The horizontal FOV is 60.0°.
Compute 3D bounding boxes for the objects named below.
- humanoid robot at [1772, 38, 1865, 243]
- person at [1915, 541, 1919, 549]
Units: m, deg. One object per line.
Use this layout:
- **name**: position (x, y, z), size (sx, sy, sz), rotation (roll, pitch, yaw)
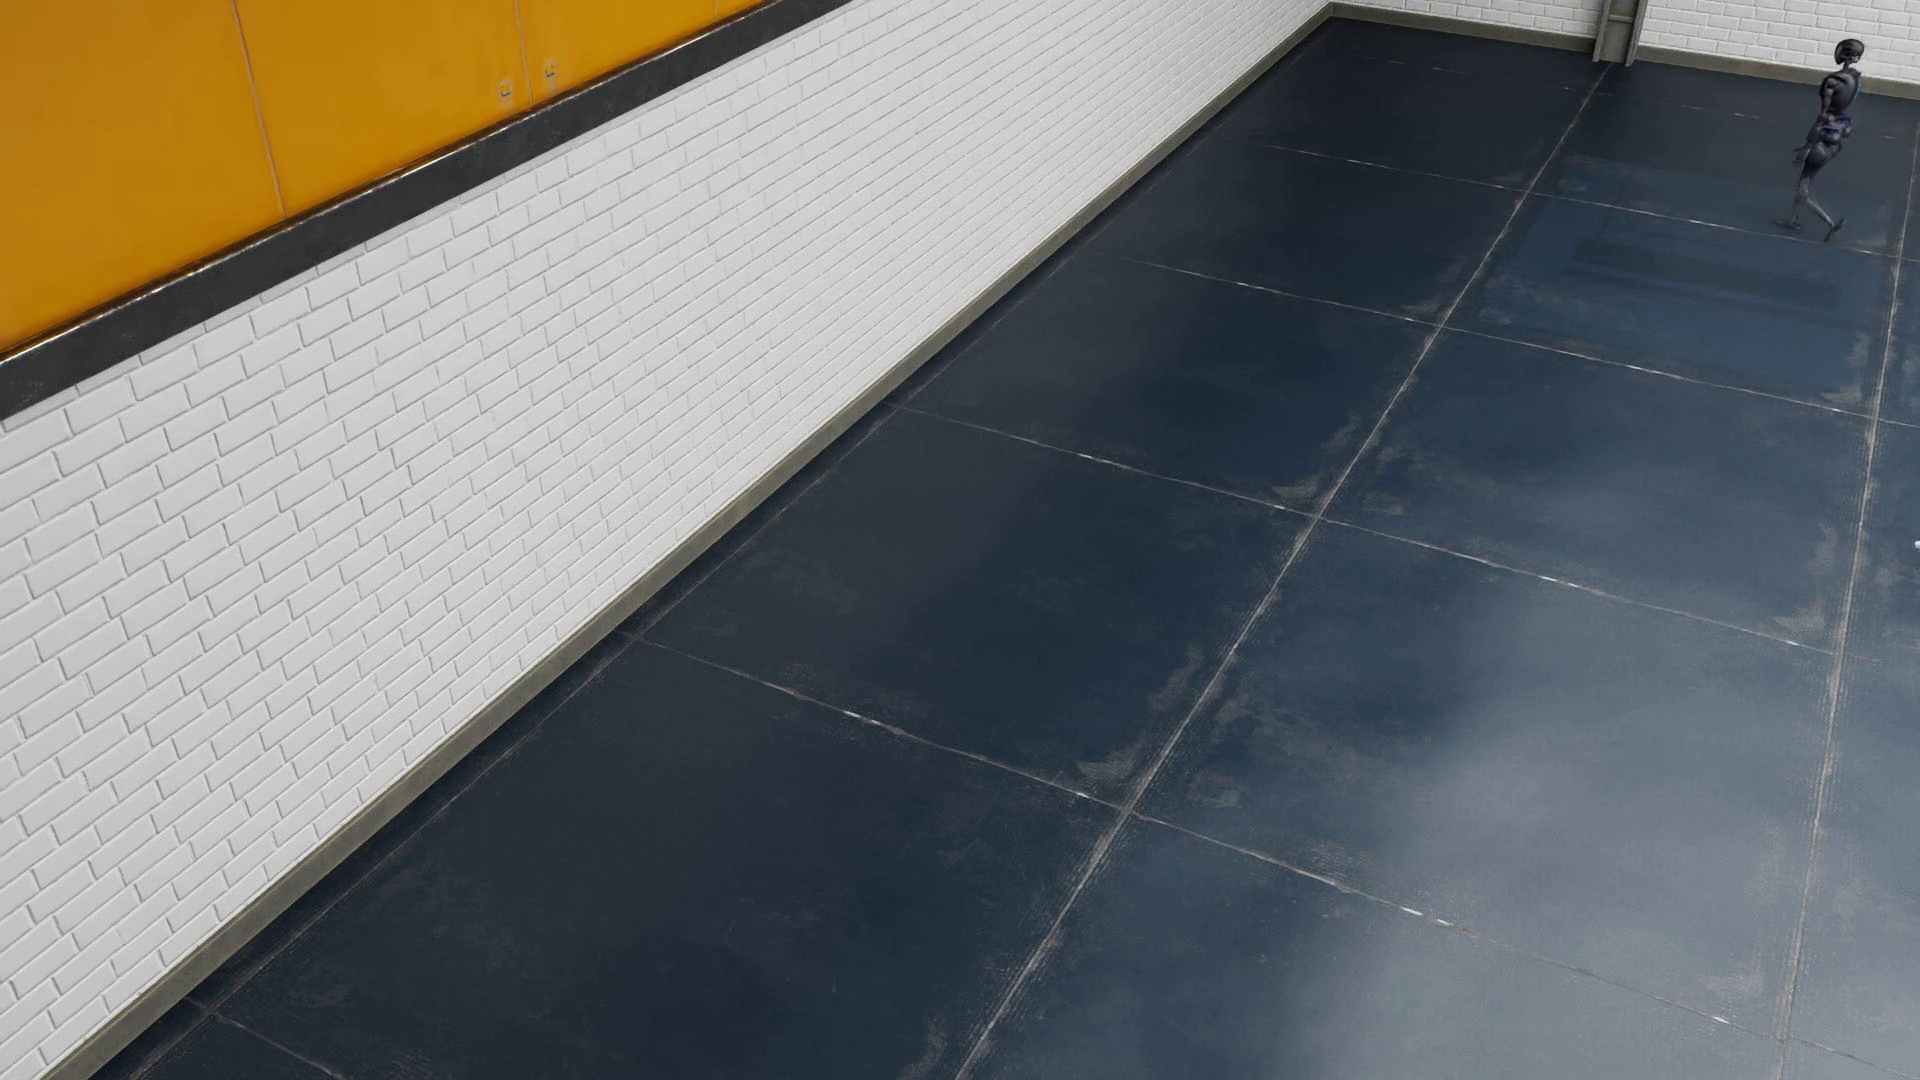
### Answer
- **humanoid robot**: position (7.146, -3.269, 13.593), size (0.616, 1.630, 0.621), rotation (-28, 43, -35)
- **person**: position (5.905, -0.558, 9.486), size (0.295, 1.743, 0.486), rotation (8, 35, 12)
